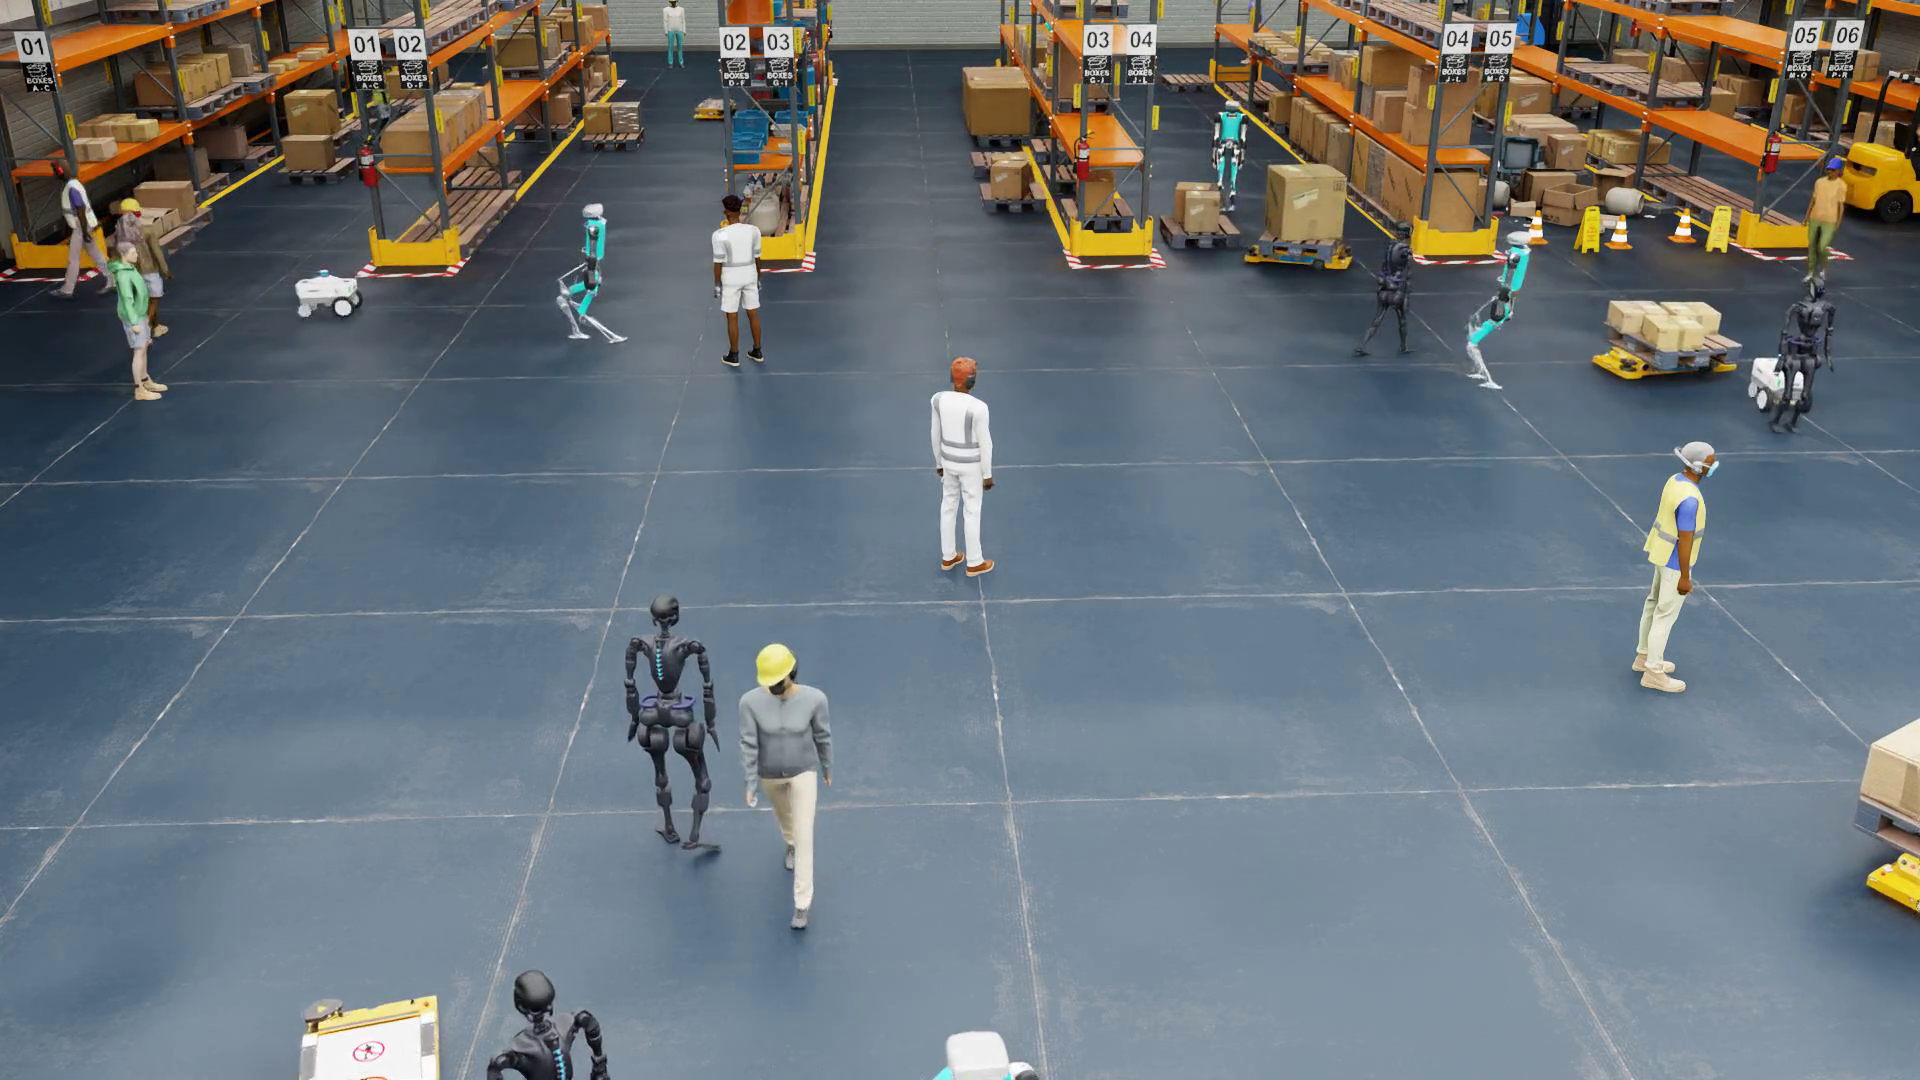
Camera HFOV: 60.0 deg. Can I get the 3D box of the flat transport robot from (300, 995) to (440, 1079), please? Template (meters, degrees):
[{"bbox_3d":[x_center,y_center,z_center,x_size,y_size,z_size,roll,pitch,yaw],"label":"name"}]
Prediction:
[{"bbox_3d":[-2.922,2.768,8.254,0.659,0.231,1.431,-7,25,-16],"label":"flat transport robot"}]

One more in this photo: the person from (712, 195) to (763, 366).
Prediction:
[{"bbox_3d":[-2.549,-2.983,19.109,0.601,1.955,0.382,-15,28,-29],"label":"person"}]

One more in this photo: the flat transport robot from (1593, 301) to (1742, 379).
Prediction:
[{"bbox_3d":[8.119,-2.077,19.139,1.431,0.231,0.659,-5,25,-12],"label":"flat transport robot"}]

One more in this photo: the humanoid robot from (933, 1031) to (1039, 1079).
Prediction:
[{"bbox_3d":[0.135,2.841,6.373,0.555,1.851,0.854,-8,25,-18],"label":"humanoid robot"}]

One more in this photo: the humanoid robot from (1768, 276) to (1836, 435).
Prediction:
[{"bbox_3d":[8.625,-1.883,16.973,0.601,1.658,0.325,-2,24,-5],"label":"humanoid robot"}]

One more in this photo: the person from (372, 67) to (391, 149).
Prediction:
[{"bbox_3d":[-10.829,-8.171,31.118,0.391,1.670,0.688,-15,28,-30],"label":"person"}]

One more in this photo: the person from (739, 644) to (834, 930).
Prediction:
[{"bbox_3d":[-1.003,1.344,9.687,0.519,1.694,0.979,0,24,0],"label":"person"}]

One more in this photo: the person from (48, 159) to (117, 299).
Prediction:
[{"bbox_3d":[-11.604,-4.062,21.731,0.918,1.789,0.602,-12,27,-25],"label":"person"}]

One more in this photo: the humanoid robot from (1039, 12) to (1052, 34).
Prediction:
[{"bbox_3d":[2.367,-12.981,41.863,0.824,1.791,0.564,-20,31,-37],"label":"humanoid robot"}]

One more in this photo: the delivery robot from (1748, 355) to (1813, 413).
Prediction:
[{"bbox_3d":[8.833,-1.701,17.934,0.499,0.587,0.782,1,24,2],"label":"delivery robot"}]

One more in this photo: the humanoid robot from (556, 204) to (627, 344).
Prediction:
[{"bbox_3d":[-4.469,-3.090,19.613,0.960,1.746,0.575,-1,24,-3],"label":"humanoid robot"}]

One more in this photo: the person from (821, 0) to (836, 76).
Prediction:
[{"bbox_3d":[-3.270,-11.898,39.262,0.547,1.848,0.543,2,24,5],"label":"person"}]

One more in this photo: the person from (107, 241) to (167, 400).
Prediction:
[{"bbox_3d":[-8.935,-2.382,18.028,0.315,1.735,0.478,-6,25,-14],"label":"person"}]

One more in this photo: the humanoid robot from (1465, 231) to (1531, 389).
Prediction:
[{"bbox_3d":[5.857,-2.572,18.430,0.723,1.770,0.544,14,28,29],"label":"humanoid robot"}]

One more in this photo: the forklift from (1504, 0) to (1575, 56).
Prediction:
[{"bbox_3d":[14.700,-13.805,42.301,1.873,2.768,1.129,-1,24,-2],"label":"forklift"}]

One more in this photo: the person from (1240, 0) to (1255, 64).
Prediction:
[{"bbox_3d":[7.227,-12.732,41.209,0.441,1.787,0.654,4,24,9],"label":"person"}]

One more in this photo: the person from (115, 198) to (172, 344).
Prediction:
[{"bbox_3d":[-9.787,-3.209,19.886,0.540,1.736,0.770,1,24,3],"label":"person"}]

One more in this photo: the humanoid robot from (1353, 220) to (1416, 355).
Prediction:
[{"bbox_3d":[5.036,-2.934,19.416,0.787,1.637,0.615,-8,25,-17],"label":"humanoid robot"}]

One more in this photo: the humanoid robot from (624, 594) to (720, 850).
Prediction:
[{"bbox_3d":[-1.781,1.142,10.185,0.602,1.646,0.474,4,24,8],"label":"humanoid robot"}]

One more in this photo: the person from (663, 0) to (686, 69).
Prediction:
[{"bbox_3d":[-6.924,-12.377,40.441,0.524,1.768,0.325,-8,25,-17],"label":"person"}]

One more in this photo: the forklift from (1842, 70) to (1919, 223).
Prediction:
[{"bbox_3d":[15.132,-6.143,25.915,2.313,2.155,1.214,-1,24,-2],"label":"forklift"}]

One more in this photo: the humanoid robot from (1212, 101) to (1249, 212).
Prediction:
[{"bbox_3d":[4.195,-5.923,25.978,0.542,1.754,0.968,3,24,7],"label":"humanoid robot"}]

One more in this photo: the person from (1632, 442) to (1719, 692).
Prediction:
[{"bbox_3d":[5.181,0.179,12.078,0.401,1.893,0.524,4,24,9],"label":"person"}]

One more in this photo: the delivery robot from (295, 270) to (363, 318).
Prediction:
[{"bbox_3d":[-8.039,-3.136,21.157,0.788,0.587,0.499,-2,24,-4],"label":"delivery robot"}]

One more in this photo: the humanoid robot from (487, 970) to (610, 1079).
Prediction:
[{"bbox_3d":[-1.756,2.512,7.116,0.656,1.634,0.608,22,32,40],"label":"humanoid robot"}]

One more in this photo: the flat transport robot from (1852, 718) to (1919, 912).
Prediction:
[{"bbox_3d":[6.214,1.950,10.091,1.431,0.231,0.659,-15,28,-31],"label":"flat transport robot"}]

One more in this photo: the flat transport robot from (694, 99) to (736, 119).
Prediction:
[{"bbox_3d":[-5.089,-8.957,34.599,0.659,0.231,1.431,1,24,1],"label":"flat transport robot"}]

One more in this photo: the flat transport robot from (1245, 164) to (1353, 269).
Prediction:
[{"bbox_3d":[4.809,-4.052,23.578,1.431,0.231,0.659,8,25,17],"label":"flat transport robot"}]

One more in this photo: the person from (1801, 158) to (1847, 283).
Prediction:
[{"bbox_3d":[11.558,-4.270,22.293,0.409,1.706,0.439,-16,29,-32],"label":"person"}]

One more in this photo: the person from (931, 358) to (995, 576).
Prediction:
[{"bbox_3d":[0.030,-0.610,13.855,0.572,1.887,0.356,16,28,32],"label":"person"}]
